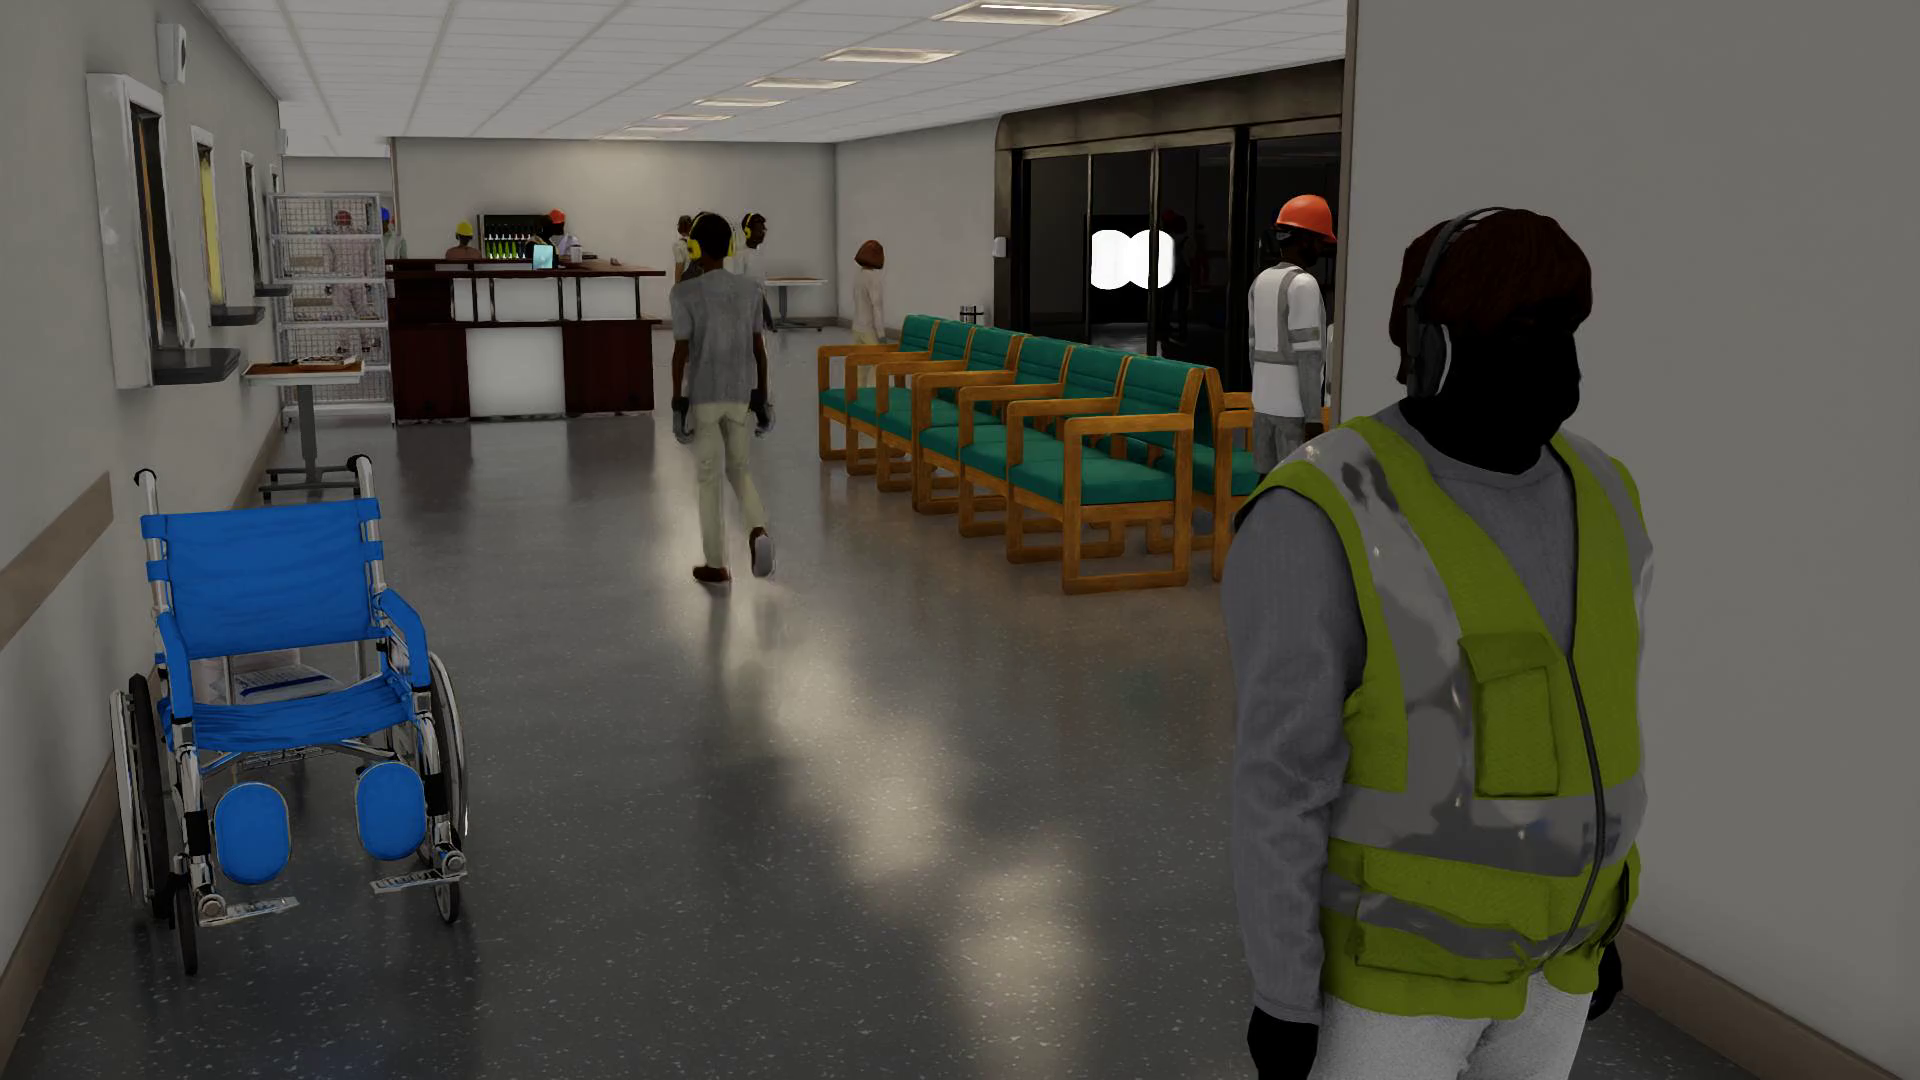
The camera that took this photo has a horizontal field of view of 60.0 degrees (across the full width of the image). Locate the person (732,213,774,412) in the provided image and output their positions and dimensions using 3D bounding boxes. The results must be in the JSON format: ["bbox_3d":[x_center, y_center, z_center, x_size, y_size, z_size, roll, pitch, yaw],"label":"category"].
[{"bbox_3d":[-1.979,-2.127,15.643,0.363,1.854,0.526,4,12,18],"label":"person"}]

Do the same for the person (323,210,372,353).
[{"bbox_3d":[-8.261,-3.476,22.425,0.652,1.906,0.402,-9,14,-39],"label":"person"}]

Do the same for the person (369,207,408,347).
[{"bbox_3d":[-8.092,-3.700,23.467,0.606,1.947,0.406,-4,12,-18],"label":"person"}]

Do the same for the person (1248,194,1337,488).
[{"bbox_3d":[1.547,-0.622,7.726,0.375,1.928,0.542,-3,11,-16],"label":"person"}]

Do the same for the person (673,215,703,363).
[{"bbox_3d":[-3.402,-3.156,20.943,0.332,1.842,0.508,9,14,40],"label":"person"}]

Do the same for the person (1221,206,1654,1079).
[{"bbox_3d":[0.623,0.514,2.119,0.634,1.842,0.429,-6,13,-29],"label":"person"}]

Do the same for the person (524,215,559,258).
[{"bbox_3d":[-5.101,-3.068,20.500,0.430,1.845,0.619,2,11,8],"label":"person"}]

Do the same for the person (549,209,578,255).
[{"bbox_3d":[-5.603,-3.655,23.296,0.545,1.929,0.390,2,11,11],"label":"person"}]

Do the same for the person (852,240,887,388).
[{"bbox_3d":[-0.767,-1.805,14.589,0.346,1.625,0.530,-4,12,-21],"label":"person"}]

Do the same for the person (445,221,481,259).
[{"bbox_3d":[-6.167,-3.087,20.798,0.322,1.765,0.533,8,14,37],"label":"person"}]

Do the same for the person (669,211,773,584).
[{"bbox_3d":[-1.159,-0.675,8.187,0.545,1.856,0.522,-7,13,-32],"label":"person"}]
